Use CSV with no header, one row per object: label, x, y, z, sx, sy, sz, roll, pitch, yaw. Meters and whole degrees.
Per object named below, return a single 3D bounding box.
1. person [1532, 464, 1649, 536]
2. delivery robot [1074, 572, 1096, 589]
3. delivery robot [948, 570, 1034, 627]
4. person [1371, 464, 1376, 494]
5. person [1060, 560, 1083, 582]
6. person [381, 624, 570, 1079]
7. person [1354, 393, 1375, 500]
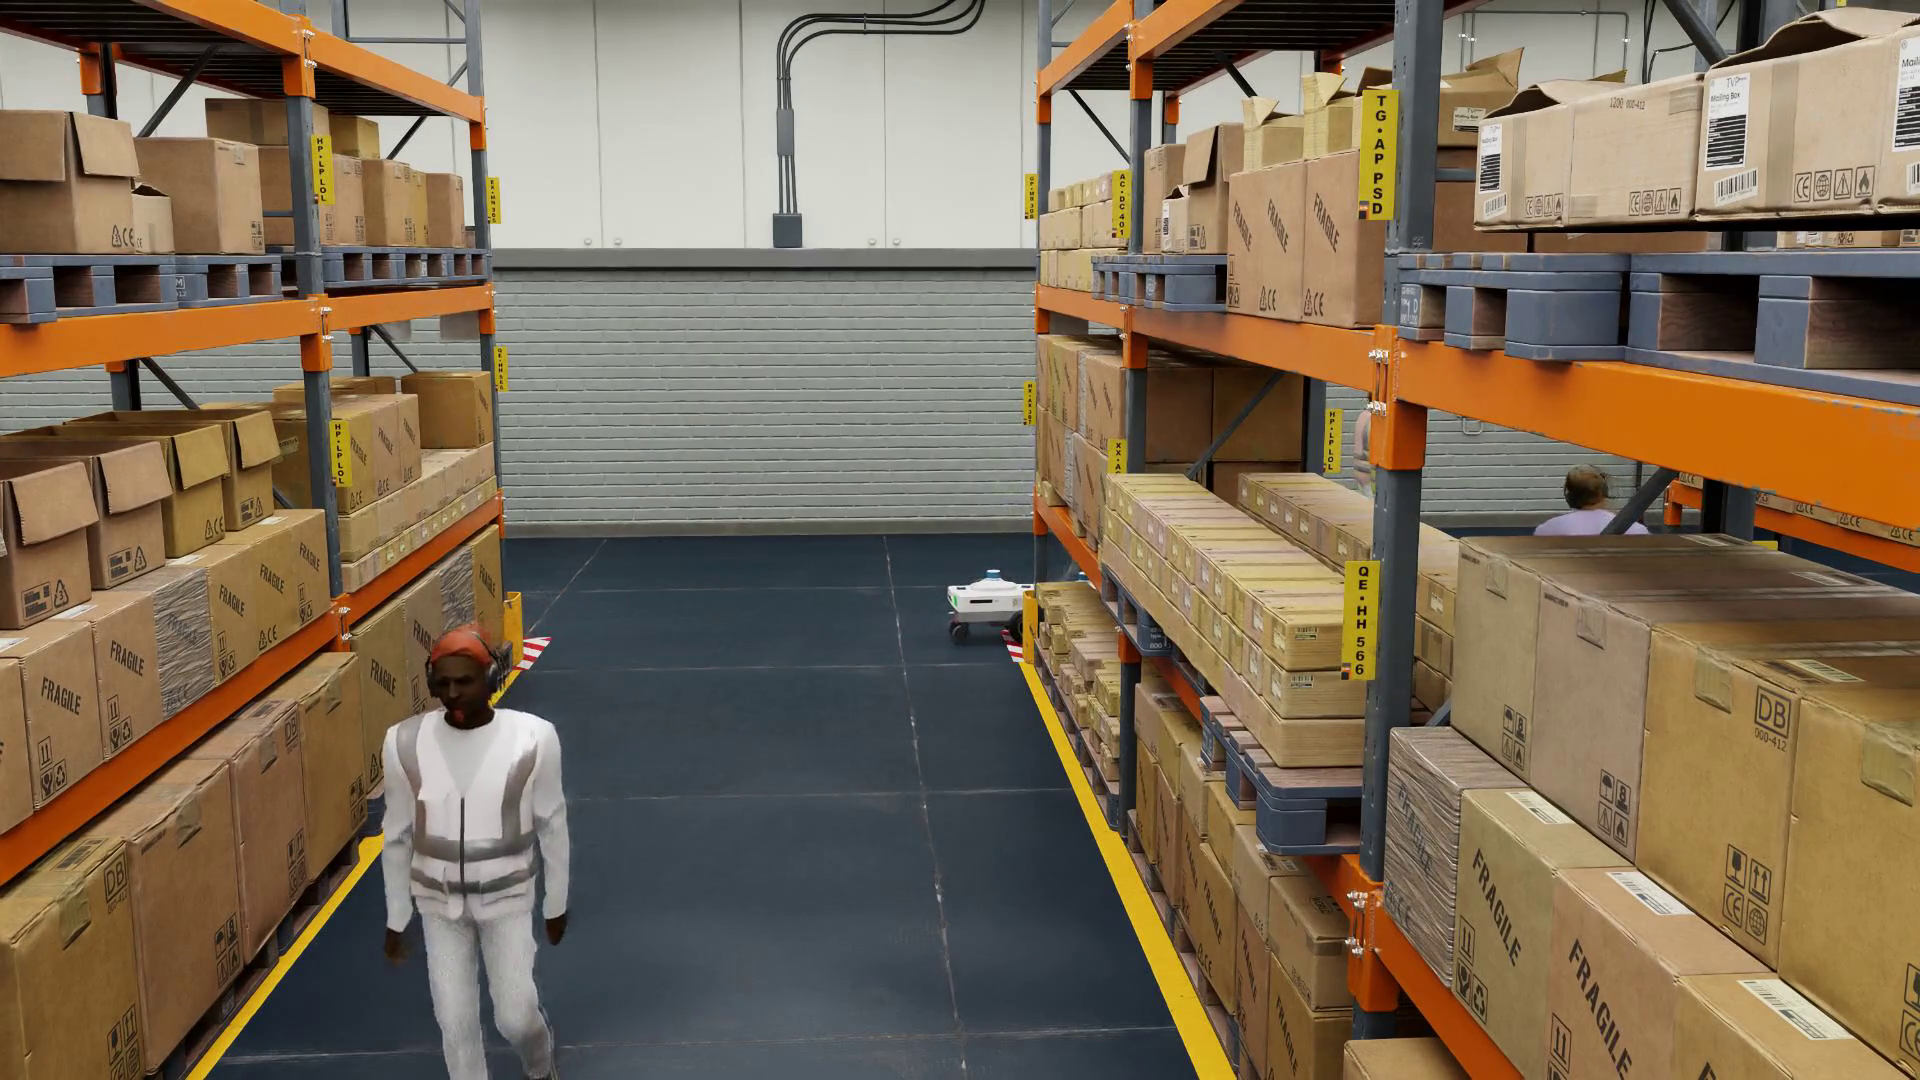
person,3.494,0.530,9.244,0.663,1.896,0.724,4,10,20
delivery robot,0.986,0.495,13.122,0.707,0.478,0.477,-5,11,-26
delivery robot,0.265,0.480,13.213,0.707,0.478,0.477,-1,10,-7
person,3.931,-0.423,15.027,0.429,1.839,0.634,3,10,19
person,1.304,-0.364,14.556,0.957,1.889,0.603,-1,10,-5
person,-1.582,1.183,5.497,0.581,1.863,0.506,0,10,-2
person,3.968,-0.553,15.827,0.429,1.837,0.650,0,10,0
